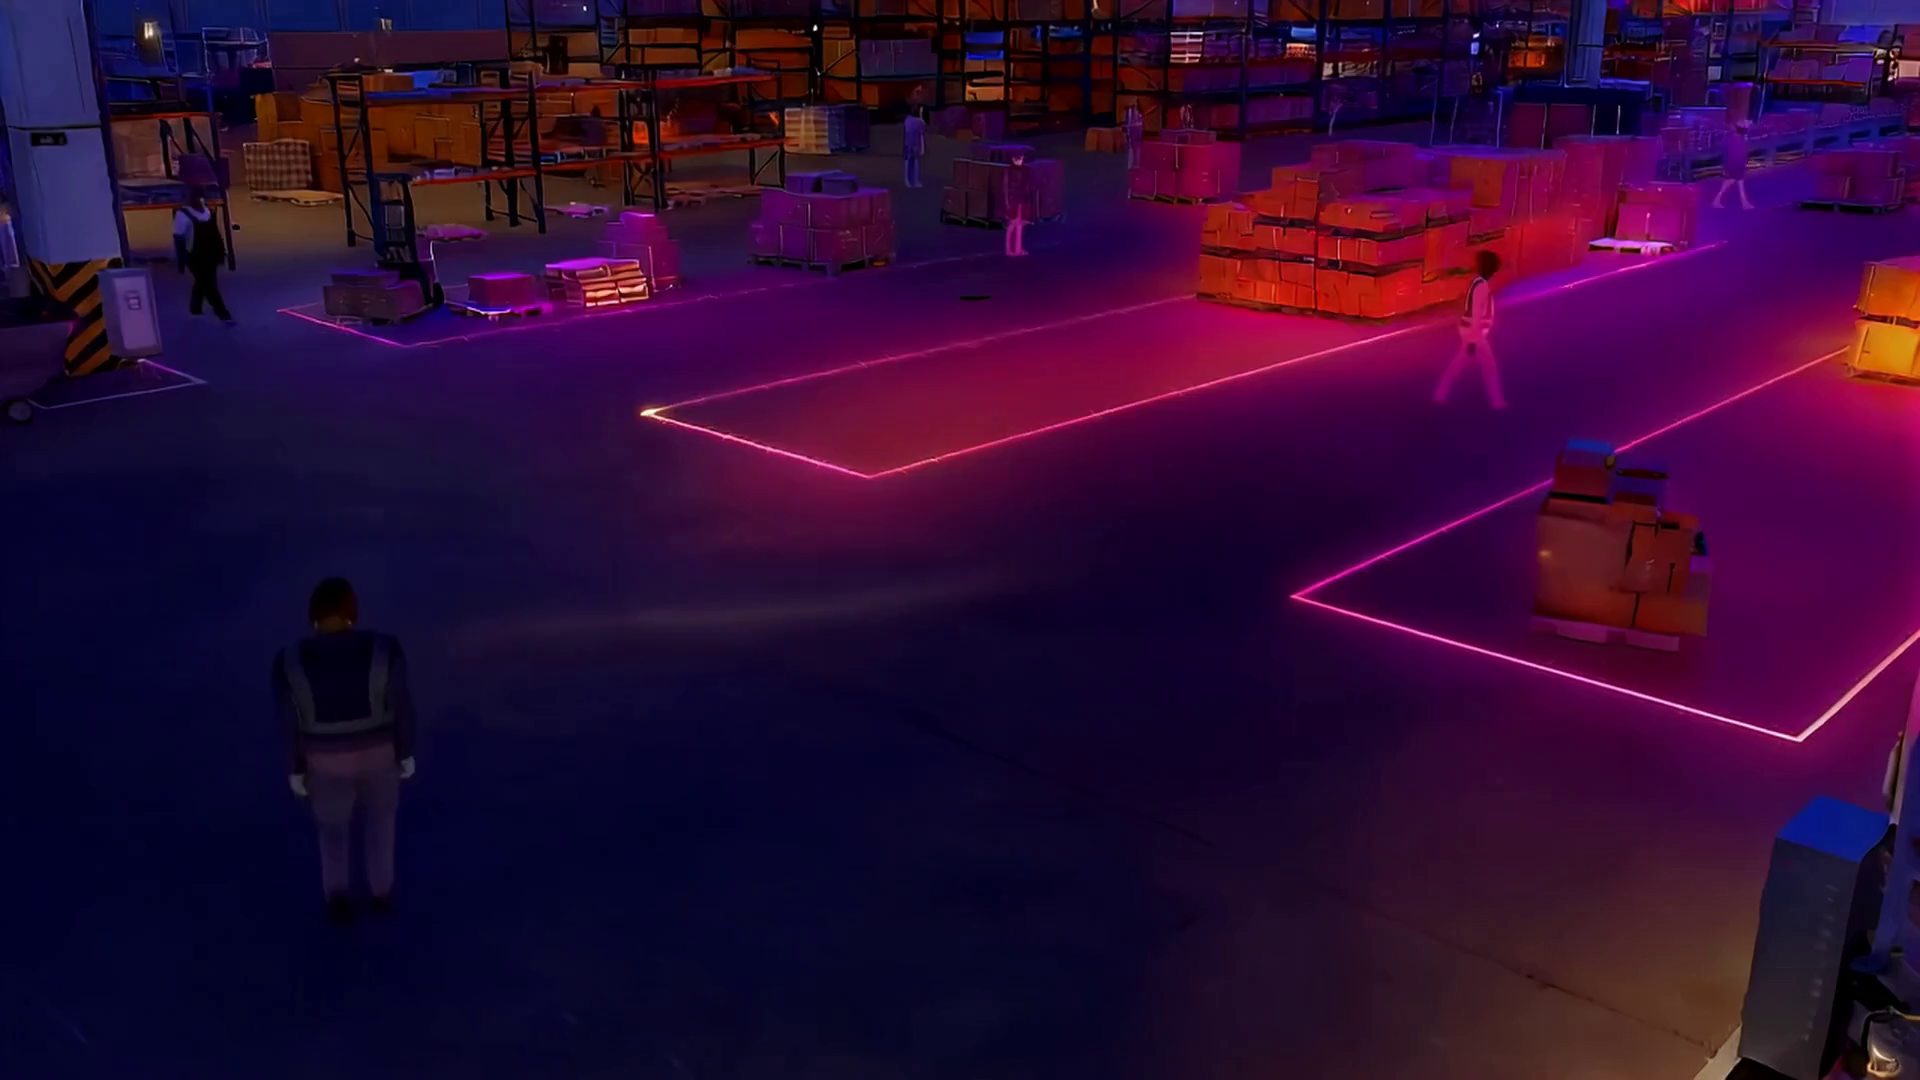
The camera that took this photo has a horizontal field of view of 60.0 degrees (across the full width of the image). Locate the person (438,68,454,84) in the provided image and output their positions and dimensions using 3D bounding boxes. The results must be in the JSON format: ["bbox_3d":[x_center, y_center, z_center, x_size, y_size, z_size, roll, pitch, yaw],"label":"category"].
[{"bbox_3d":[-17.574,-15.184,57.014,0.564,1.933,0.387,-8,20,-23],"label":"person"}]

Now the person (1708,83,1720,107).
[{"bbox_3d":[24.145,-13.810,53.338,0.279,1.633,0.497,-2,18,-7],"label":"person"}]

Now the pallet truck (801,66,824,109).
[{"bbox_3d":[-4.812,-15.182,56.903,0.823,1.965,1.885,-9,21,-26],"label":"pallet truck"}]

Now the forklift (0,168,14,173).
[{"bbox_3d":[-24.914,-10.604,41.730,1.129,2.768,1.873,17,25,41],"label":"forklift"}]

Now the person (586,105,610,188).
[{"bbox_3d":[-8.537,-9.276,39.220,0.653,1.926,0.432,17,25,41],"label":"person"}]

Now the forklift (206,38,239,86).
[{"bbox_3d":[-26.343,-16.562,59.682,1.873,2.768,1.129,17,25,41],"label":"forklift"}]

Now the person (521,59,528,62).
[{"bbox_3d":[-16.279,-17.036,62.491,0.395,1.993,0.614,8,20,23],"label":"person"}]

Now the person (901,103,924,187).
[{"bbox_3d":[-1.112,-9.369,39.461,0.606,1.955,0.395,11,21,30],"label":"person"}]

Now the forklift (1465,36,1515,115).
[{"bbox_3d":[19.973,-17.201,61.605,1.873,2.768,1.129,16,24,40],"label":"forklift"}]

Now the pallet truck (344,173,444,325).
[{"bbox_3d":[-8.209,-4.181,23.757,0.823,1.965,1.885,3,19,9],"label":"pallet truck"}]

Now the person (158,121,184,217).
[{"bbox_3d":[-16.153,-7.609,34.188,0.627,1.934,0.371,12,22,33],"label":"person"}]

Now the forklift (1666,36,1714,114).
[{"bbox_3d":[27.341,-17.291,61.877,1.129,2.768,1.873,17,25,41],"label":"forklift"}]

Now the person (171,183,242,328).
[{"bbox_3d":[-10.517,-3.985,23.100,1.050,2.000,0.691,6,19,17],"label":"person"}]

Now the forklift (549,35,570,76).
[{"bbox_3d":[-15.076,-17.613,62.846,1.873,2.768,1.129,4,19,13],"label":"forklift"}]

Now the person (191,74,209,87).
[{"bbox_3d":[-24.426,-14.031,53.553,0.622,1.923,0.647,14,23,37],"label":"person"}]

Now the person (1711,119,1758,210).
[{"bbox_3d":[16.589,-7.994,35.428,0.980,1.884,0.561,16,24,39],"label":"person"}]

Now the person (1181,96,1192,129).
[{"bbox_3d":[6.408,-11.735,47.076,0.311,1.638,0.523,7,20,20],"label":"person"}]

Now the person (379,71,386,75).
[{"bbox_3d":[-19.620,-15.037,56.705,0.429,1.846,0.633,7,20,20],"label":"person"}]

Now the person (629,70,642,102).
[{"bbox_3d":[-10.996,-14.852,56.052,0.593,1.913,0.392,-14,23,-37],"label":"person"}]

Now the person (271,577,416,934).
[{"bbox_3d":[-3.000,1.077,8.191,0.631,1.824,0.647,-5,19,-15],"label":"person"}]

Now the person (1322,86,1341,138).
[{"bbox_3d":[11.823,-13.581,52.716,0.496,1.596,0.879,17,25,41],"label":"person"}]

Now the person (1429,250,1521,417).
[{"bbox_3d":[5.682,-2.258,18.229,0.980,1.832,0.598,2,18,6],"label":"person"}]

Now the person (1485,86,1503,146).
[{"bbox_3d":[15.854,-12.576,49.412,0.523,1.769,0.315,8,20,23],"label":"person"}]

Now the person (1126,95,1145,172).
[{"bbox_3d":[4.522,-10.434,42.692,0.545,1.938,0.357,-10,21,-27],"label":"person"}]

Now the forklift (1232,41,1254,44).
[{"bbox_3d":[9.711,-15.715,57.130,1.129,2.768,1.873,17,25,41],"label":"forklift"}]

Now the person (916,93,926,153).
[{"bbox_3d":[-1.164,-11.849,47.345,0.322,1.691,0.533,8,20,22],"label":"person"}]

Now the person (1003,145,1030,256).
[{"bbox_3d":[1.013,-5.951,29.210,0.540,1.930,0.390,-14,23,-37],"label":"person"}]

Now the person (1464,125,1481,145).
[{"bbox_3d":[10.427,-7.592,34.267,0.529,1.854,0.515,-16,24,-39],"label":"person"}]

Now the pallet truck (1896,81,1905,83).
[{"bbox_3d":[34.802,-16.331,61.455,0.653,1.274,1.630,17,25,41],"label":"pallet truck"}]
